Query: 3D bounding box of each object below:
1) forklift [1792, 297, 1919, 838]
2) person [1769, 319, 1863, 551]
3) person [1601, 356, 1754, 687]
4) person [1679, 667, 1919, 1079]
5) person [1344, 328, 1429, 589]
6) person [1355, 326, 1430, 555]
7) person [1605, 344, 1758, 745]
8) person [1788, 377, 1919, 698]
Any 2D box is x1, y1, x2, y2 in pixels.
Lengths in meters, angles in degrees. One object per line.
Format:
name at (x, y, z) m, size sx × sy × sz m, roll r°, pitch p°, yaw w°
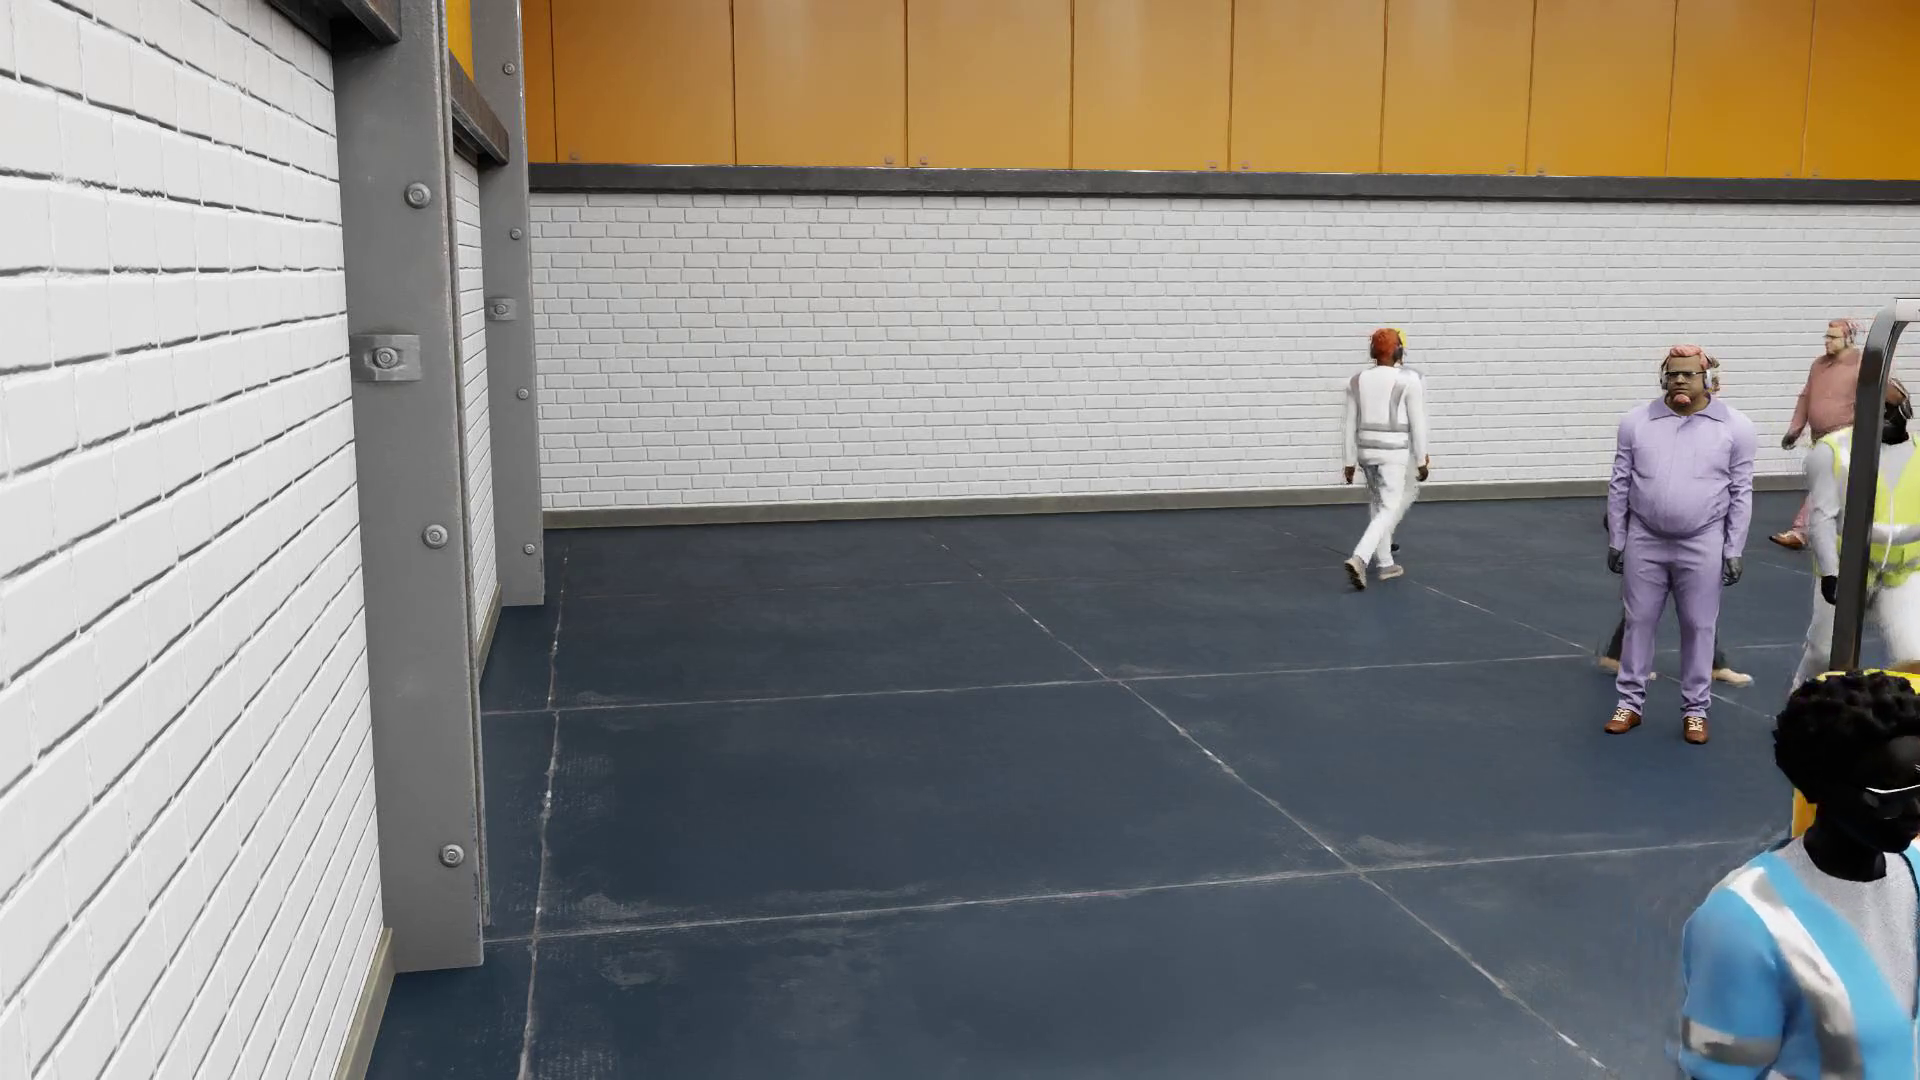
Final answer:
forklift at (3.542, 0.334, 5.177) m, size 2.313 × 2.155 × 1.214 m, roll -9°, pitch 13°, yaw -43°
person at (6.991, -0.841, 13.382) m, size 1.008 × 1.853 × 0.646 m, roll -1°, pitch 9°, yaw -8°
person at (3.920, -0.107, 9.023) m, size 0.659 × 1.833 × 0.518 m, roll 7°, pitch 12°, yaw 38°
person at (1.327, 0.999, 2.684) m, size 0.536 × 1.672 × 0.677 m, roll -4°, pitch 10°, yaw -24°
person at (2.980, -0.584, 11.836) m, size 0.891 × 1.851 × 0.575 m, roll -9°, pitch 13°, yaw -43°
person at (3.308, -0.738, 12.846) m, size 0.608 × 1.817 × 0.599 m, roll 8°, pitch 12°, yaw 39°
person at (3.430, 0.017, 7.981) m, size 0.641 × 1.908 × 0.407 m, roll 5°, pitch 11°, yaw 30°
person at (4.189, 0.135, 7.647) m, size 0.614 × 1.780 × 0.898 m, roll 2°, pitch 9°, yaw 10°
